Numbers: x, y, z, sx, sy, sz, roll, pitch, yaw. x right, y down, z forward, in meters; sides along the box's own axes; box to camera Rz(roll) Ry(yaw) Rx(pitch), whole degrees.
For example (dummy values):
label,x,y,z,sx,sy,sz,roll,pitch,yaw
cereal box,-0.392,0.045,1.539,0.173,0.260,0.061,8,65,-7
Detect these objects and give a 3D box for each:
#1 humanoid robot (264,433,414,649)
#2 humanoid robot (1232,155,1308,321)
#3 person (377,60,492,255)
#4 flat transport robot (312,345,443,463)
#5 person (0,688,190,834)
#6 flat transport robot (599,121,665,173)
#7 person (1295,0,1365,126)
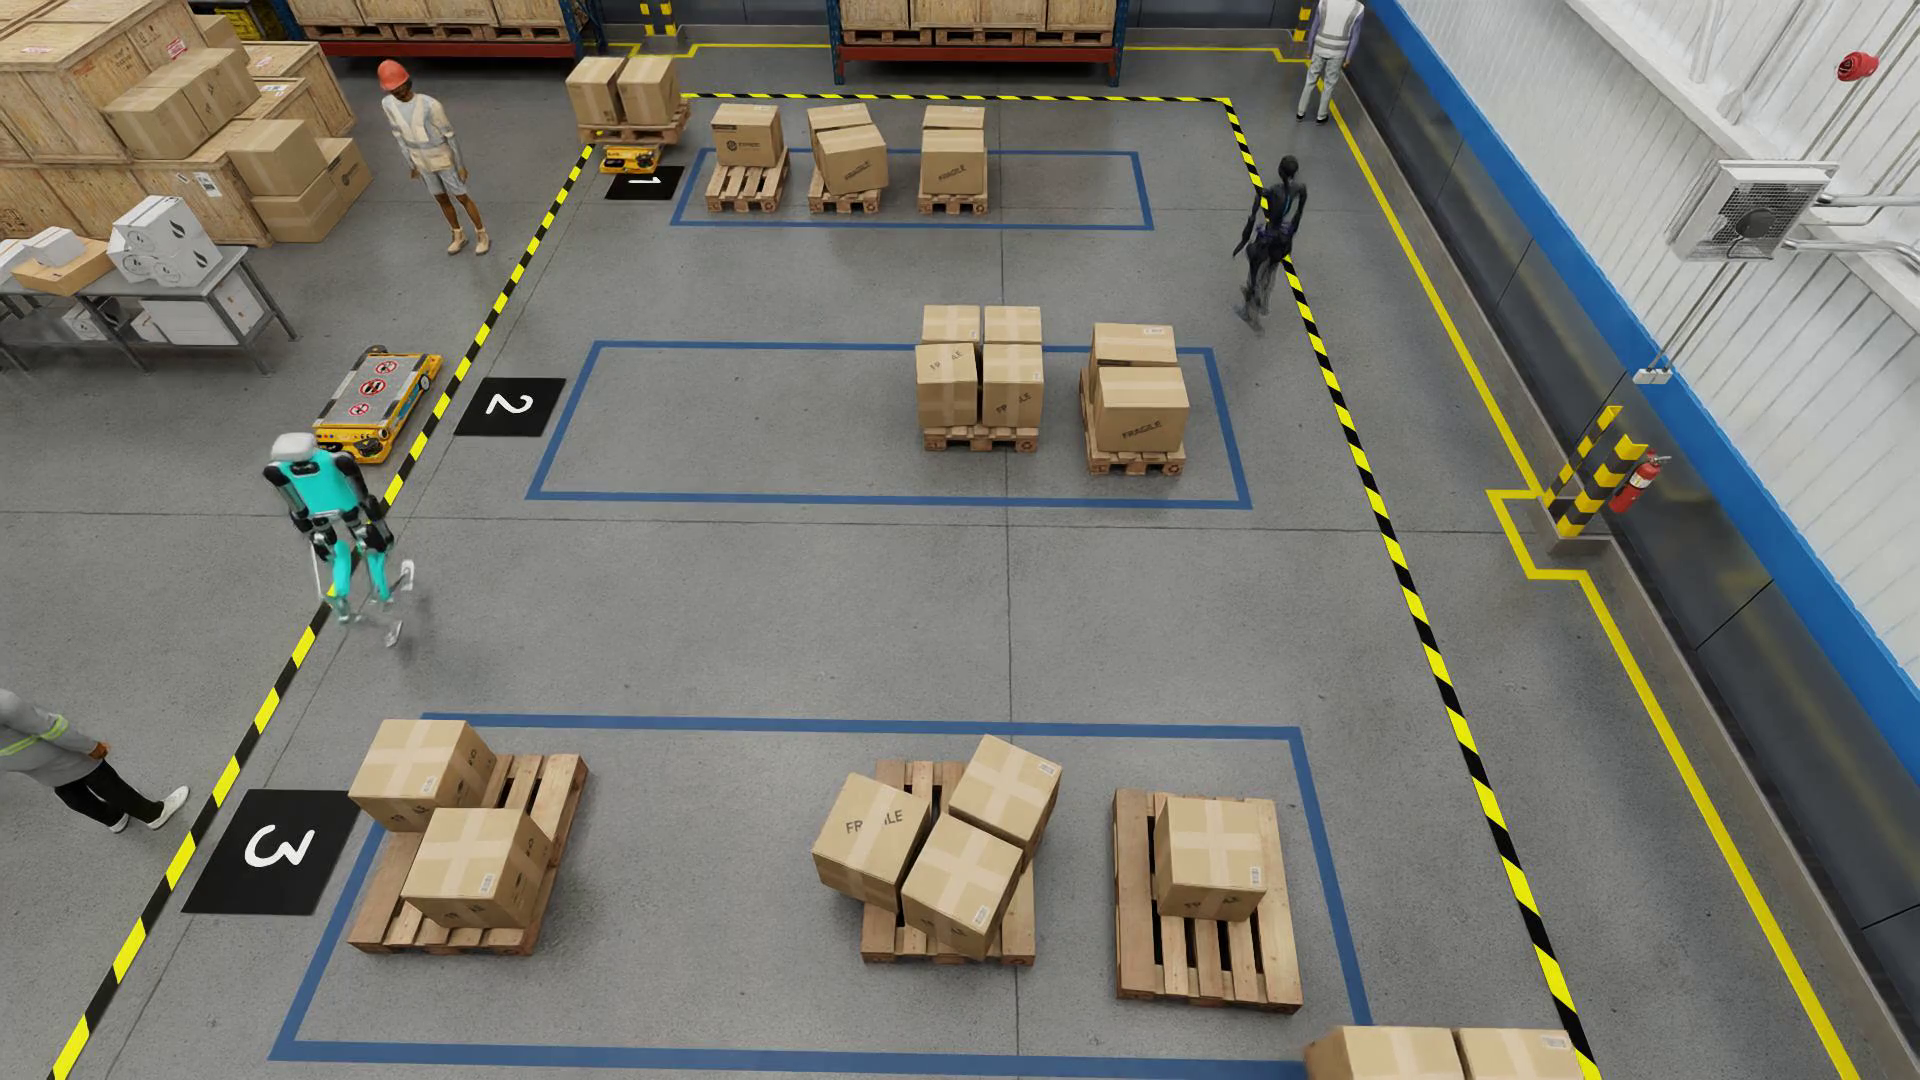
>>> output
label,x,y,z,sx,sy,sz,roll,pitch,yaw
humanoid robot,-4.203,0.099,6.316,0.549,1.723,1.025,-11,51,-9
humanoid robot,3.000,-2.925,8.909,0.599,1.657,0.316,-8,50,-7
person,-5.469,-3.917,9.521,0.614,2.039,0.385,3,50,2
flat transport robot,-5.383,-1.269,8.441,0.659,0.231,1.431,1,50,1
person,-5.336,1.176,5.335,0.597,1.850,0.396,-2,50,-2
flat transport robot,-4.091,-5.118,11.679,0.652,0.197,1.431,1,50,1
person,4.689,-6.207,11.591,0.599,1.836,0.404,23,54,18
